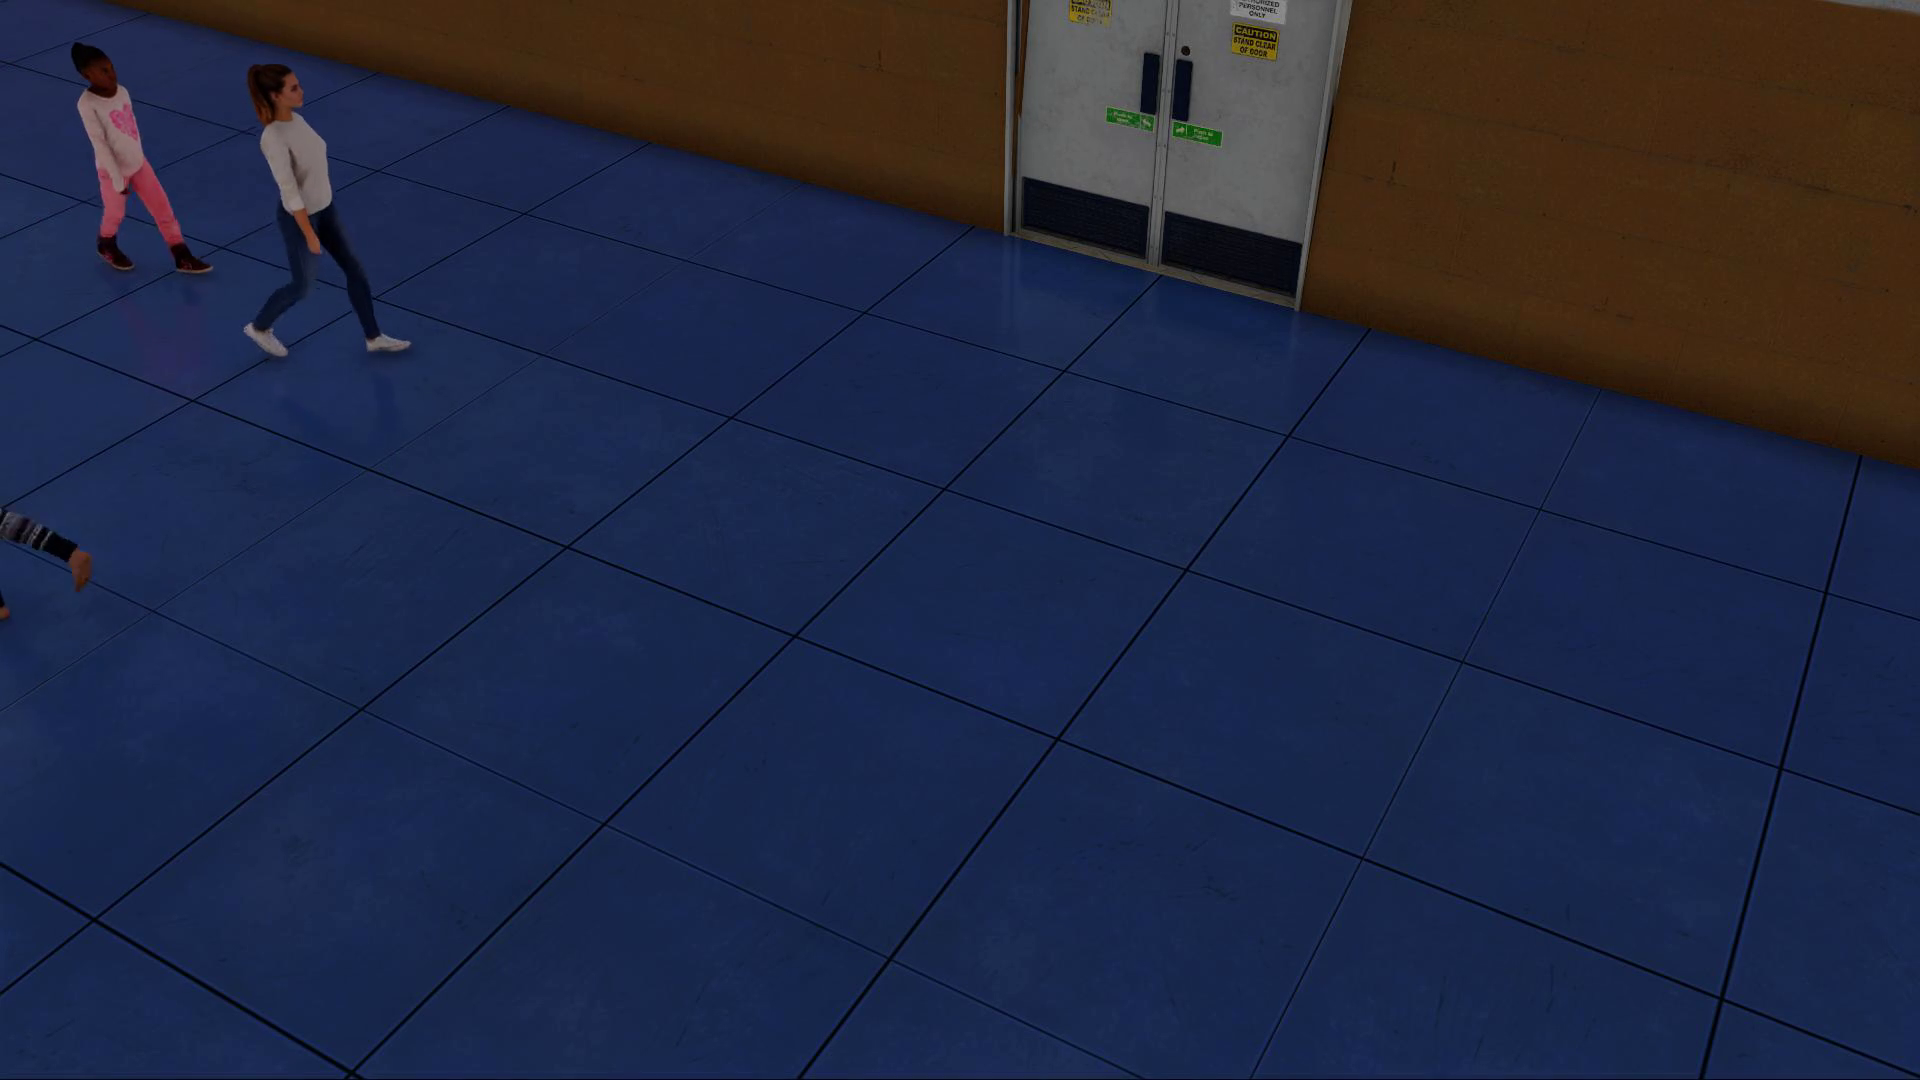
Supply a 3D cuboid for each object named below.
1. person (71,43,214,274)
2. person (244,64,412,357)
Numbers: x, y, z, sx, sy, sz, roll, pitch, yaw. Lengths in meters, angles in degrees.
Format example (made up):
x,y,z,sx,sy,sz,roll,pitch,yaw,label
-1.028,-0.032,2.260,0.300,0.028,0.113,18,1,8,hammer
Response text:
x,y,z,sx,sy,sz,roll,pitch,yaw,label
-5.042,-2.231,9.883,0.666,1.419,0.953,15,39,19,person
-3.600,-1.704,8.954,0.973,1.691,1.123,3,37,5,person
